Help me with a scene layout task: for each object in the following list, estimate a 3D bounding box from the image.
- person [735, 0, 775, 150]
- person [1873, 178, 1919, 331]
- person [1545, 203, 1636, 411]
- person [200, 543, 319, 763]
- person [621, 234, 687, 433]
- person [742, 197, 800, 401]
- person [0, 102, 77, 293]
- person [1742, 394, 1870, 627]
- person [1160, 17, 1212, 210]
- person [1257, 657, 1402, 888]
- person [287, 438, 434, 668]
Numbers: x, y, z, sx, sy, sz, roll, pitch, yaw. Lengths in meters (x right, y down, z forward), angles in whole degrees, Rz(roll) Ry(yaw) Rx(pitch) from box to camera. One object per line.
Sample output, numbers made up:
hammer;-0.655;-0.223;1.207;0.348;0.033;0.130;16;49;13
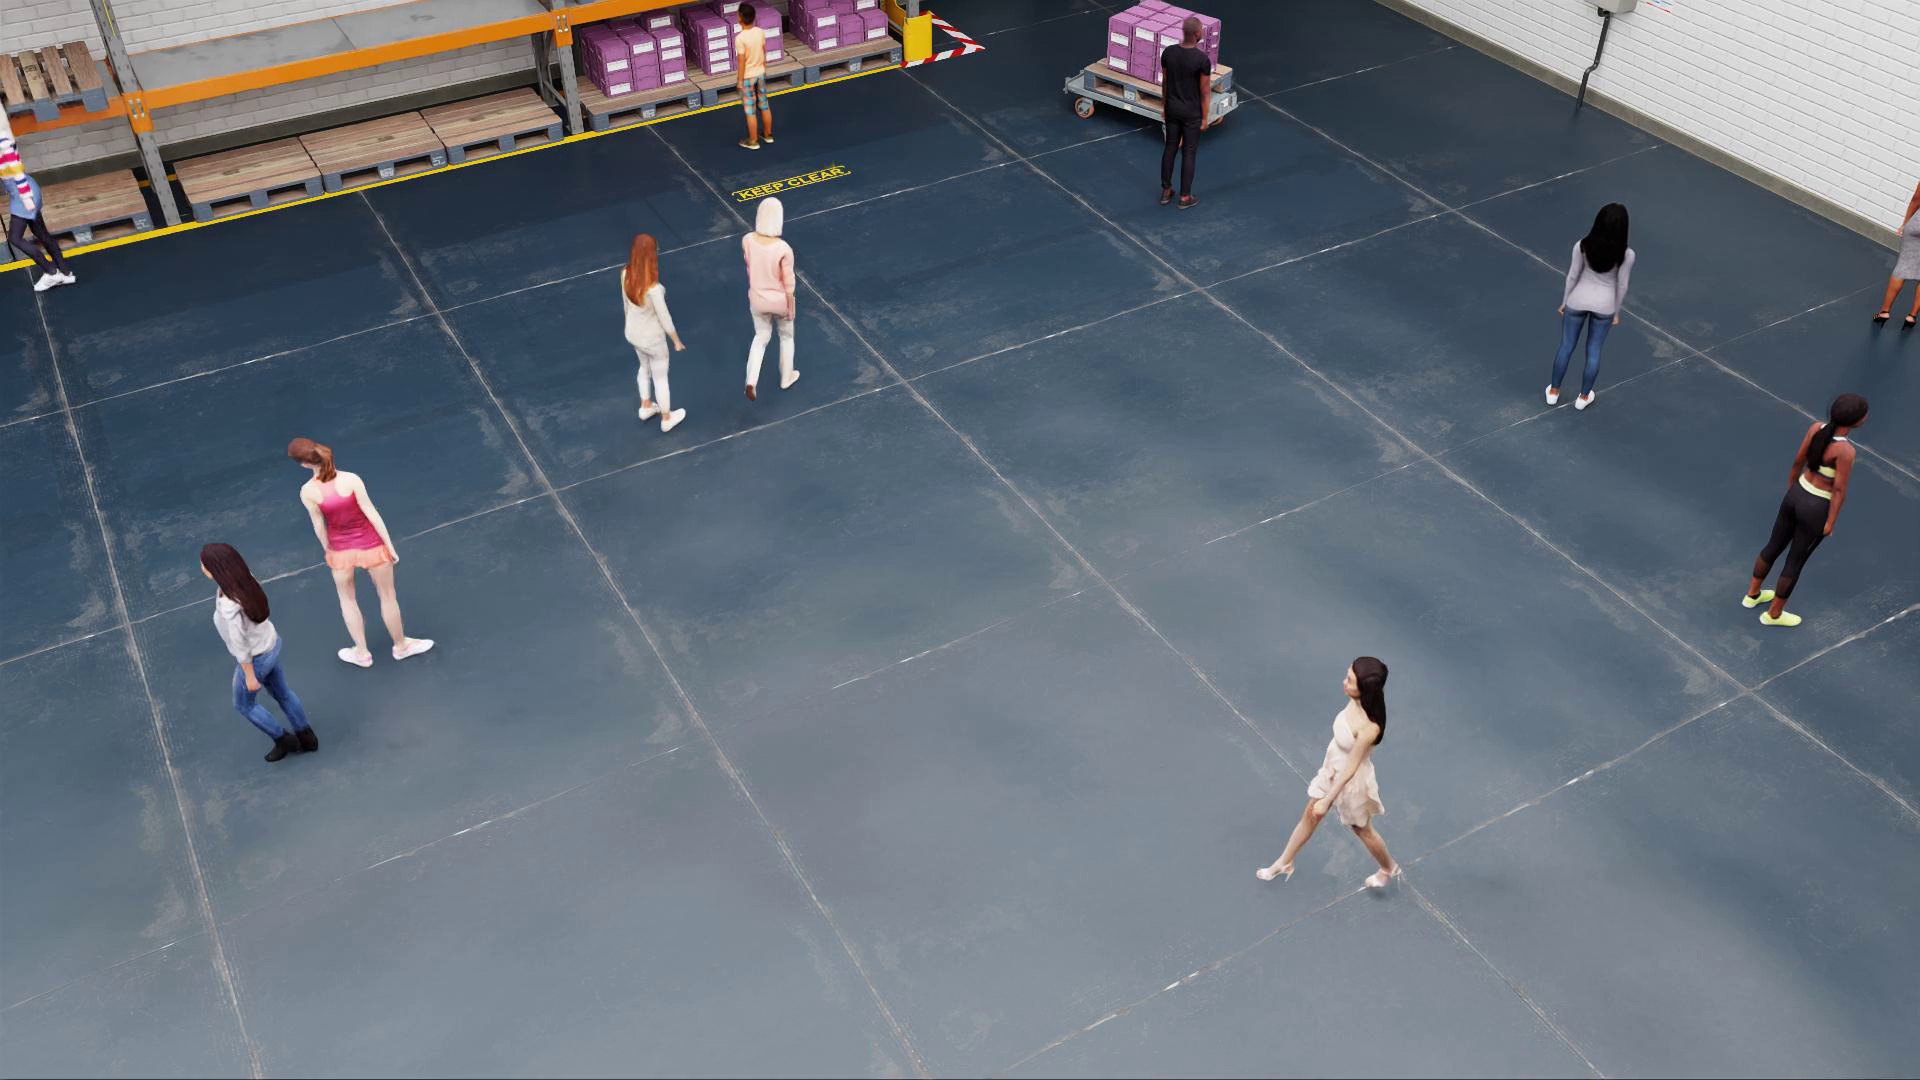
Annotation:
person;-2.080;-4.653;16.664;0.643;1.461;0.504;29;47;31
person;8.031;-2.560;13.786;0.674;1.781;0.705;16;41;19
person;4.878;-1.800;12.873;0.690;1.735;0.713;16;41;19
person;-4.074;0.678;9.866;0.720;1.614;0.719;-5;39;-6
person;-2.377;-1.511;12.534;0.699;1.704;0.719;25;45;28
person;-1.509;-1.833;12.935;0.918;1.707;1.010;13;41;16
person;-7.988;-3.001;14.323;0.589;1.800;0.657;-19;42;-22
person;5.522;-0.206;10.861;0.577;1.753;0.613;-10;40;-12
person;2.089;-3.986;15.541;0.742;1.819;0.713;25;45;28
person;2.190;1.343;8.975;1.108;1.687;0.906;0;39;0
person;-3.767;0.078;10.531;0.658;1.723;0.882;4;39;5
